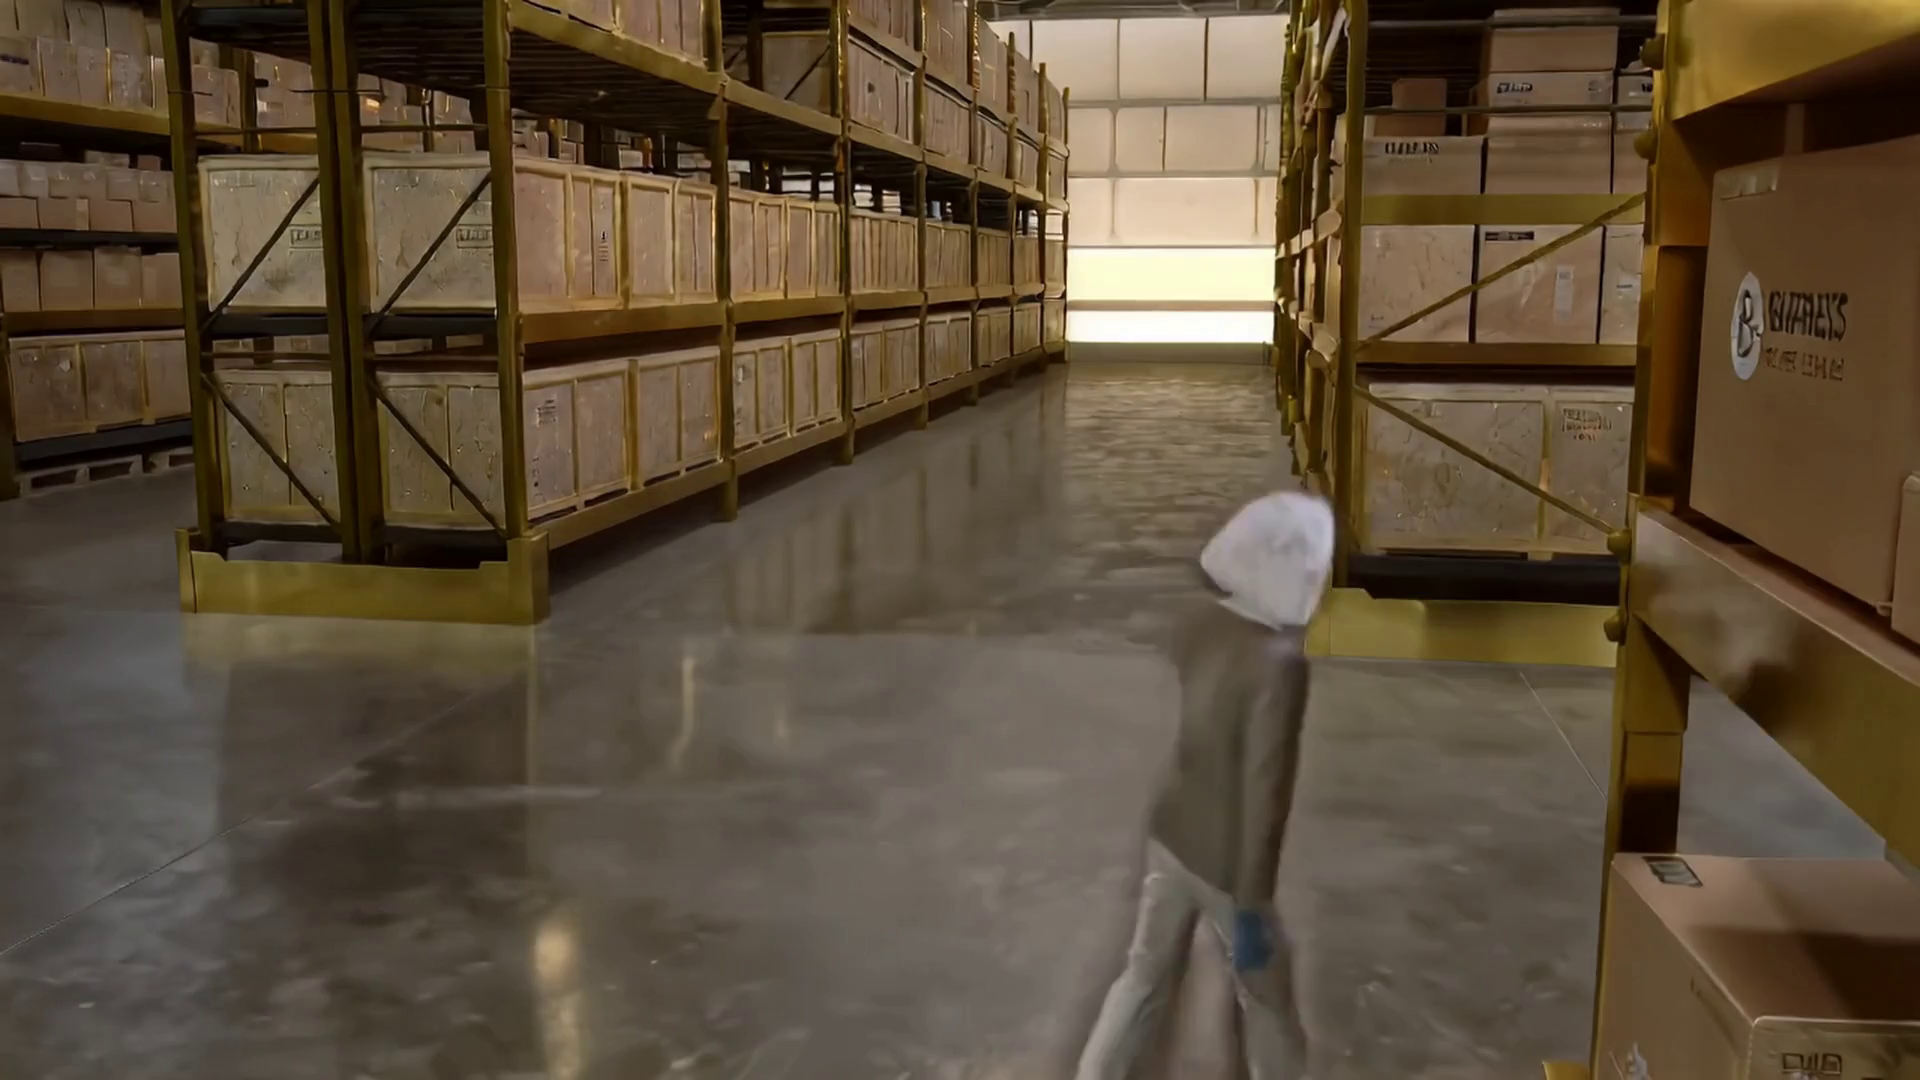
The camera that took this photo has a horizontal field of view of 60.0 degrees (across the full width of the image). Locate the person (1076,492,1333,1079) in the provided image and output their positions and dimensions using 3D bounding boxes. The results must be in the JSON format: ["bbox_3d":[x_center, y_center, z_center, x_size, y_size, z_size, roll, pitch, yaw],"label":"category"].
[{"bbox_3d":[0.560,0.673,3.532,0.828,1.573,0.573,-3,10,-20],"label":"person"}]

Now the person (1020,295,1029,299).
[{"bbox_3d":[1.531,-4.899,37.982,0.686,1.612,0.522,1,9,9],"label":"person"}]
